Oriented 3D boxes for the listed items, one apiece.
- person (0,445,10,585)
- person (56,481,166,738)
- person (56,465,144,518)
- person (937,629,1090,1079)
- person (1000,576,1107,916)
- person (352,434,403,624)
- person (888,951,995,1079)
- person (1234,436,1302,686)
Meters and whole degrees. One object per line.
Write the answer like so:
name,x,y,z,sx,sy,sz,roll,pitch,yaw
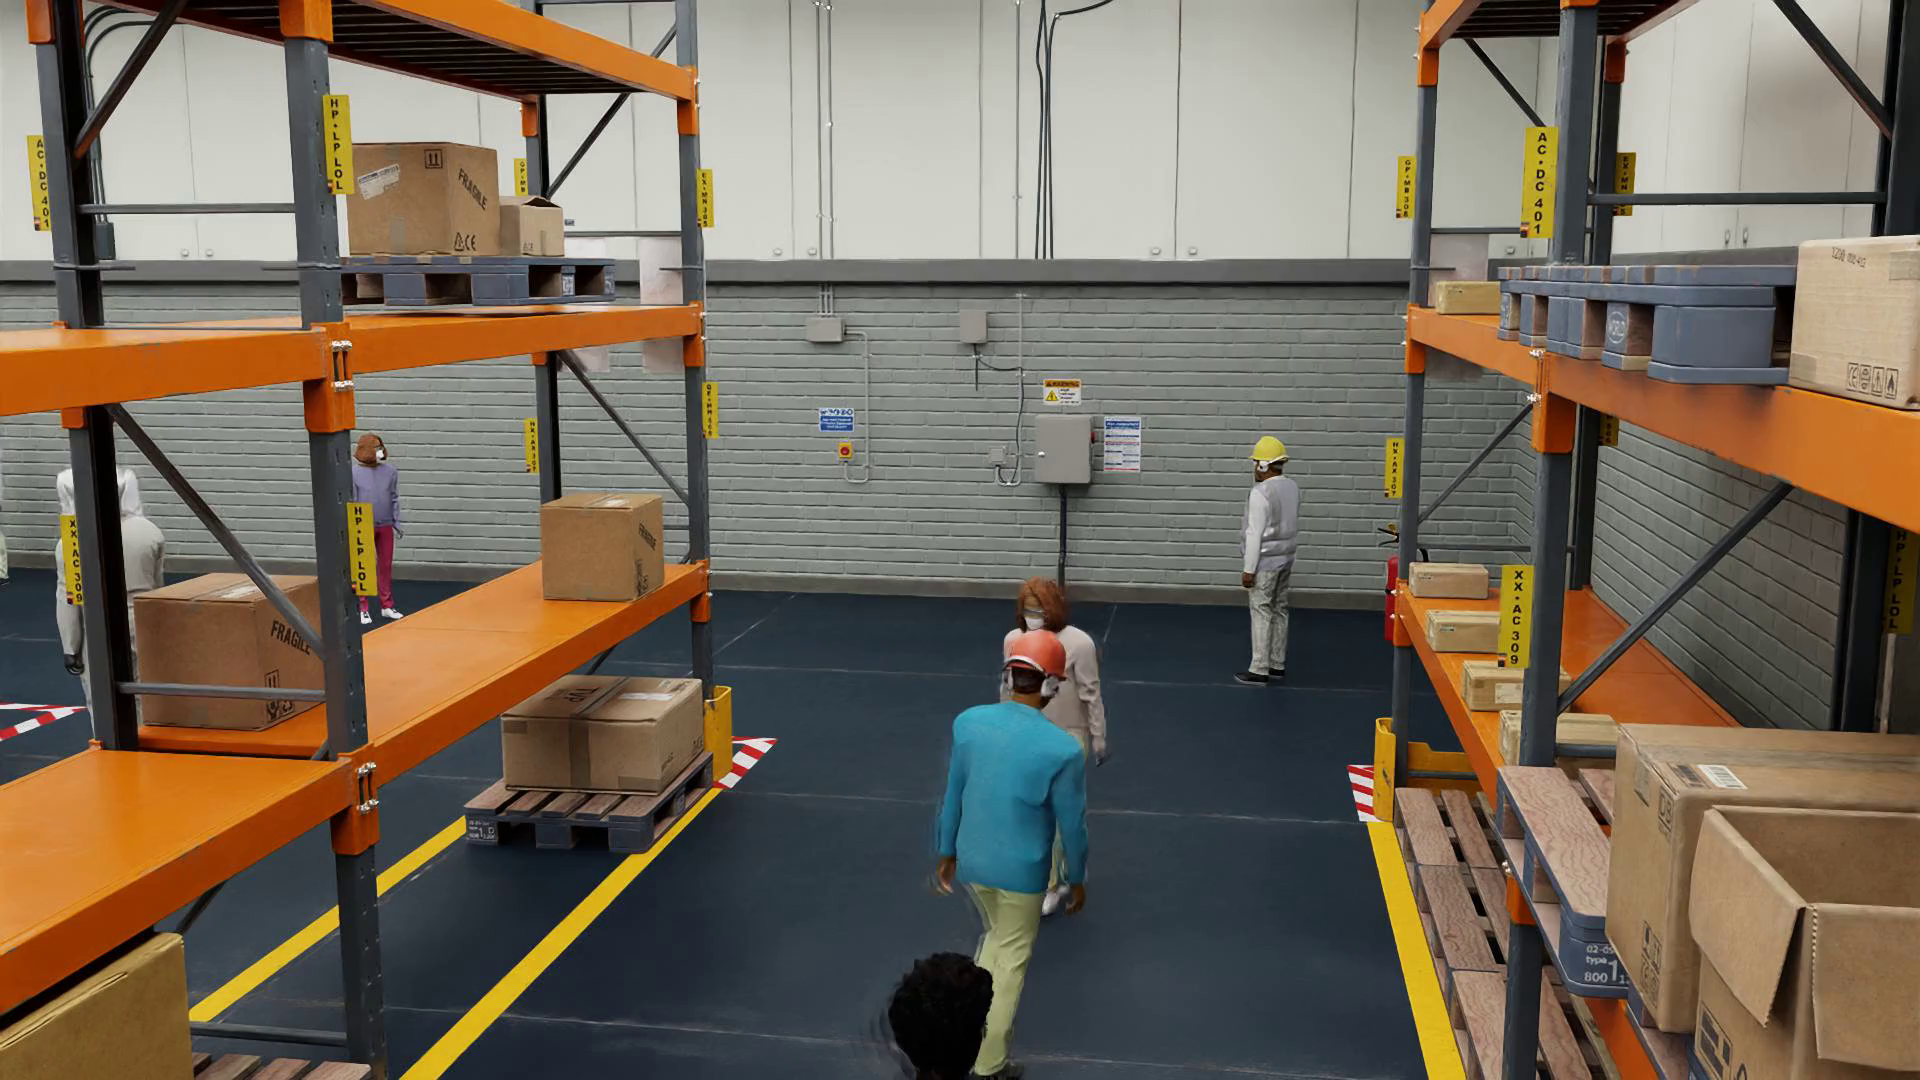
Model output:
person,-9.442,-0.414,15.977,0.575,1.739,0.348,3,10,20
person,-4.896,0.544,9.599,0.400,1.899,0.636,6,11,32
person,-6.650,0.026,12.971,0.587,1.850,0.768,-3,10,-18
person,0.206,1.189,6.157,0.580,1.711,0.486,8,12,39
person,0.406,0.961,7.894,0.519,1.595,0.690,7,12,37
person,-5.062,-0.103,14.374,0.272,1.635,0.507,8,12,41
person,-0.097,1.679,3.413,0.539,1.620,0.948,5,10,28
person,2.263,0.154,12.225,0.403,1.828,0.598,8,12,40
